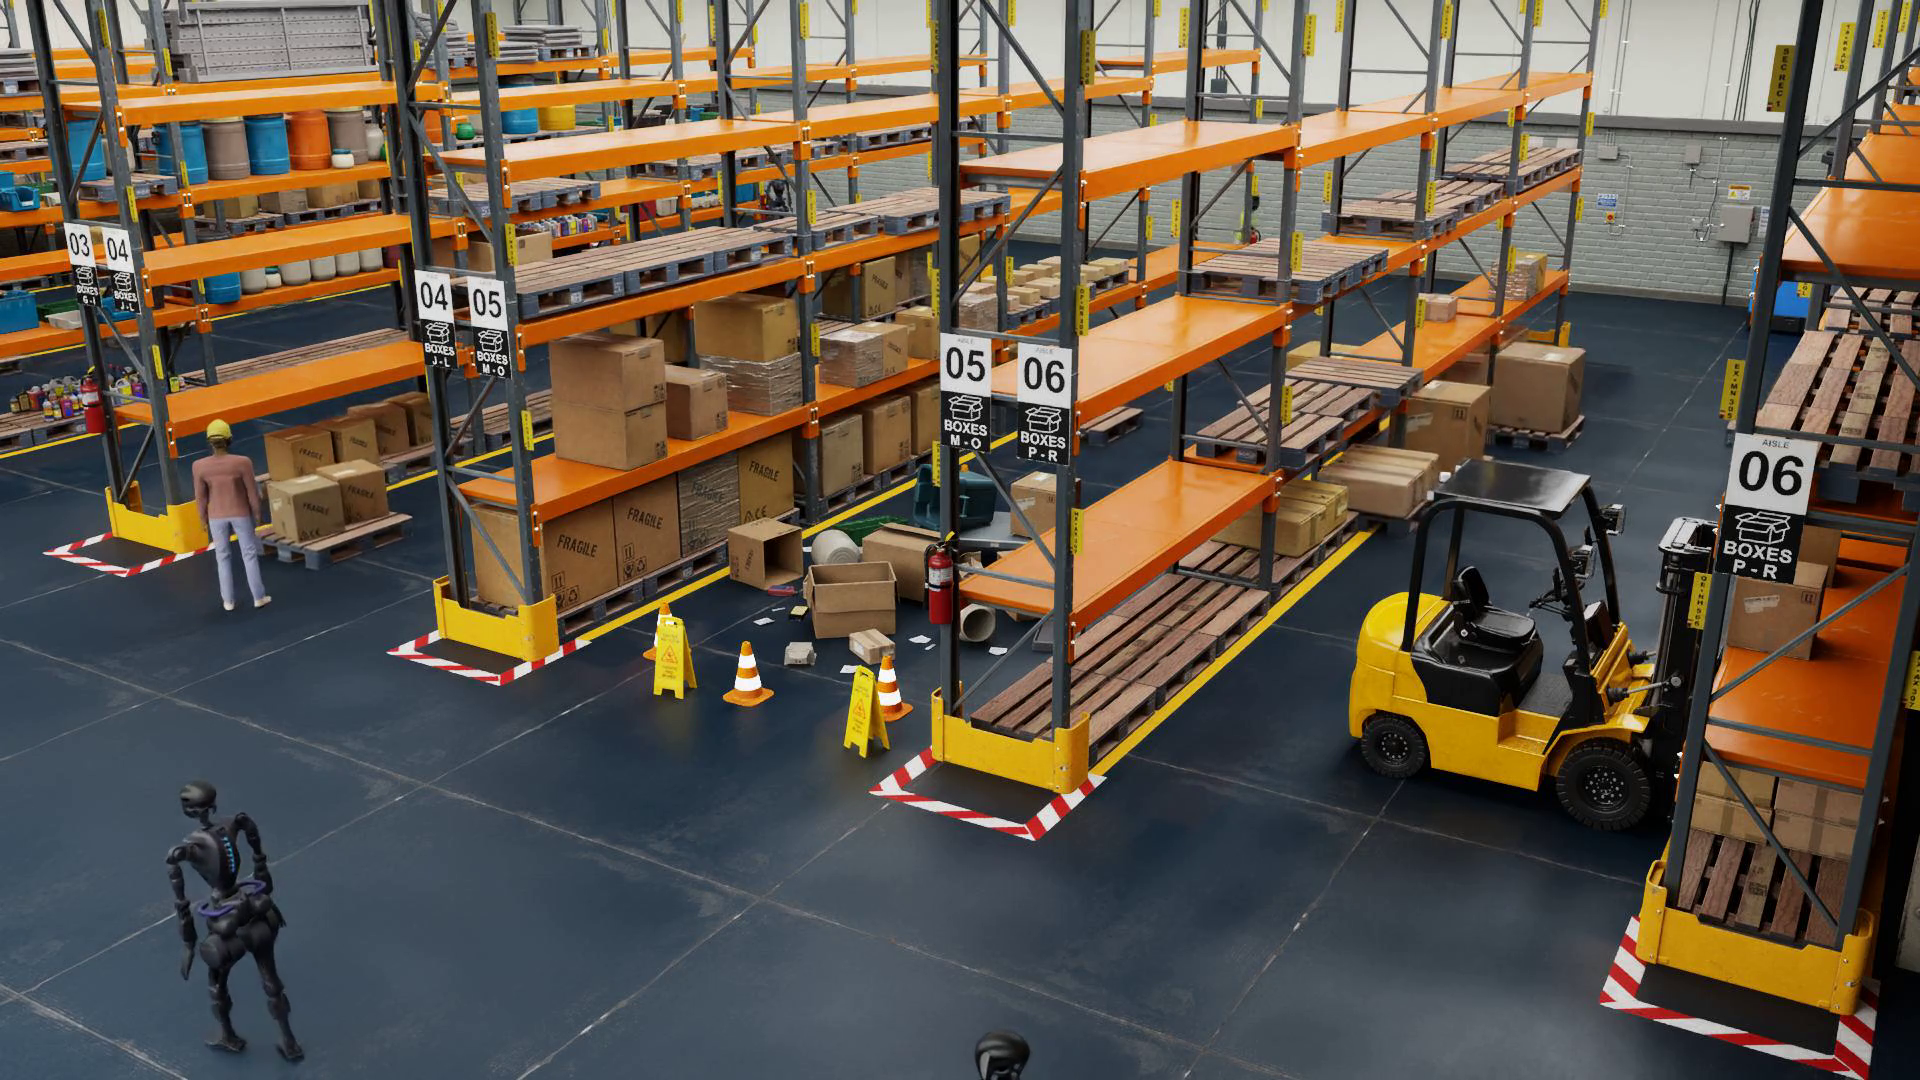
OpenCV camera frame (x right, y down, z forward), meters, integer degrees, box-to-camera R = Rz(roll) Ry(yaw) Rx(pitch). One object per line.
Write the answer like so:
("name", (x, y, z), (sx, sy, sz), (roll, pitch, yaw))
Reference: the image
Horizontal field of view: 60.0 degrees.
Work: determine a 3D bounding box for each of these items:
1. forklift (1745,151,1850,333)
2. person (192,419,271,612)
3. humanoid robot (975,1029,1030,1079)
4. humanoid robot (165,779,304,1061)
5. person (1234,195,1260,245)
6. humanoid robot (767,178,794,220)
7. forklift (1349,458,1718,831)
("forklift", (13.620, -4.667, 26.137), (1.873, 2.768, 1.129), (11, 22, 29))
("person", (-6.557, -0.221, 14.964), (0.531, 1.765, 0.329), (-5, 20, -14))
("humanoid robot", (0.144, 2.698, 6.655), (0.346, 1.655, 0.608), (2, 19, 5))
("humanoid robot", (-3.820, 1.995, 8.707), (0.584, 1.636, 0.590), (10, 21, 26))
("person", (5.251, -5.480, 30.342), (0.846, 1.639, 0.540), (16, 25, 39))
("humanoid robot", (-3.717, -6.902, 34.495), (0.587, 1.626, 0.785), (-14, 23, -35))
("forklift", (3.988, 0.658, 11.776), (2.313, 2.155, 1.214), (11, 22, 29))
